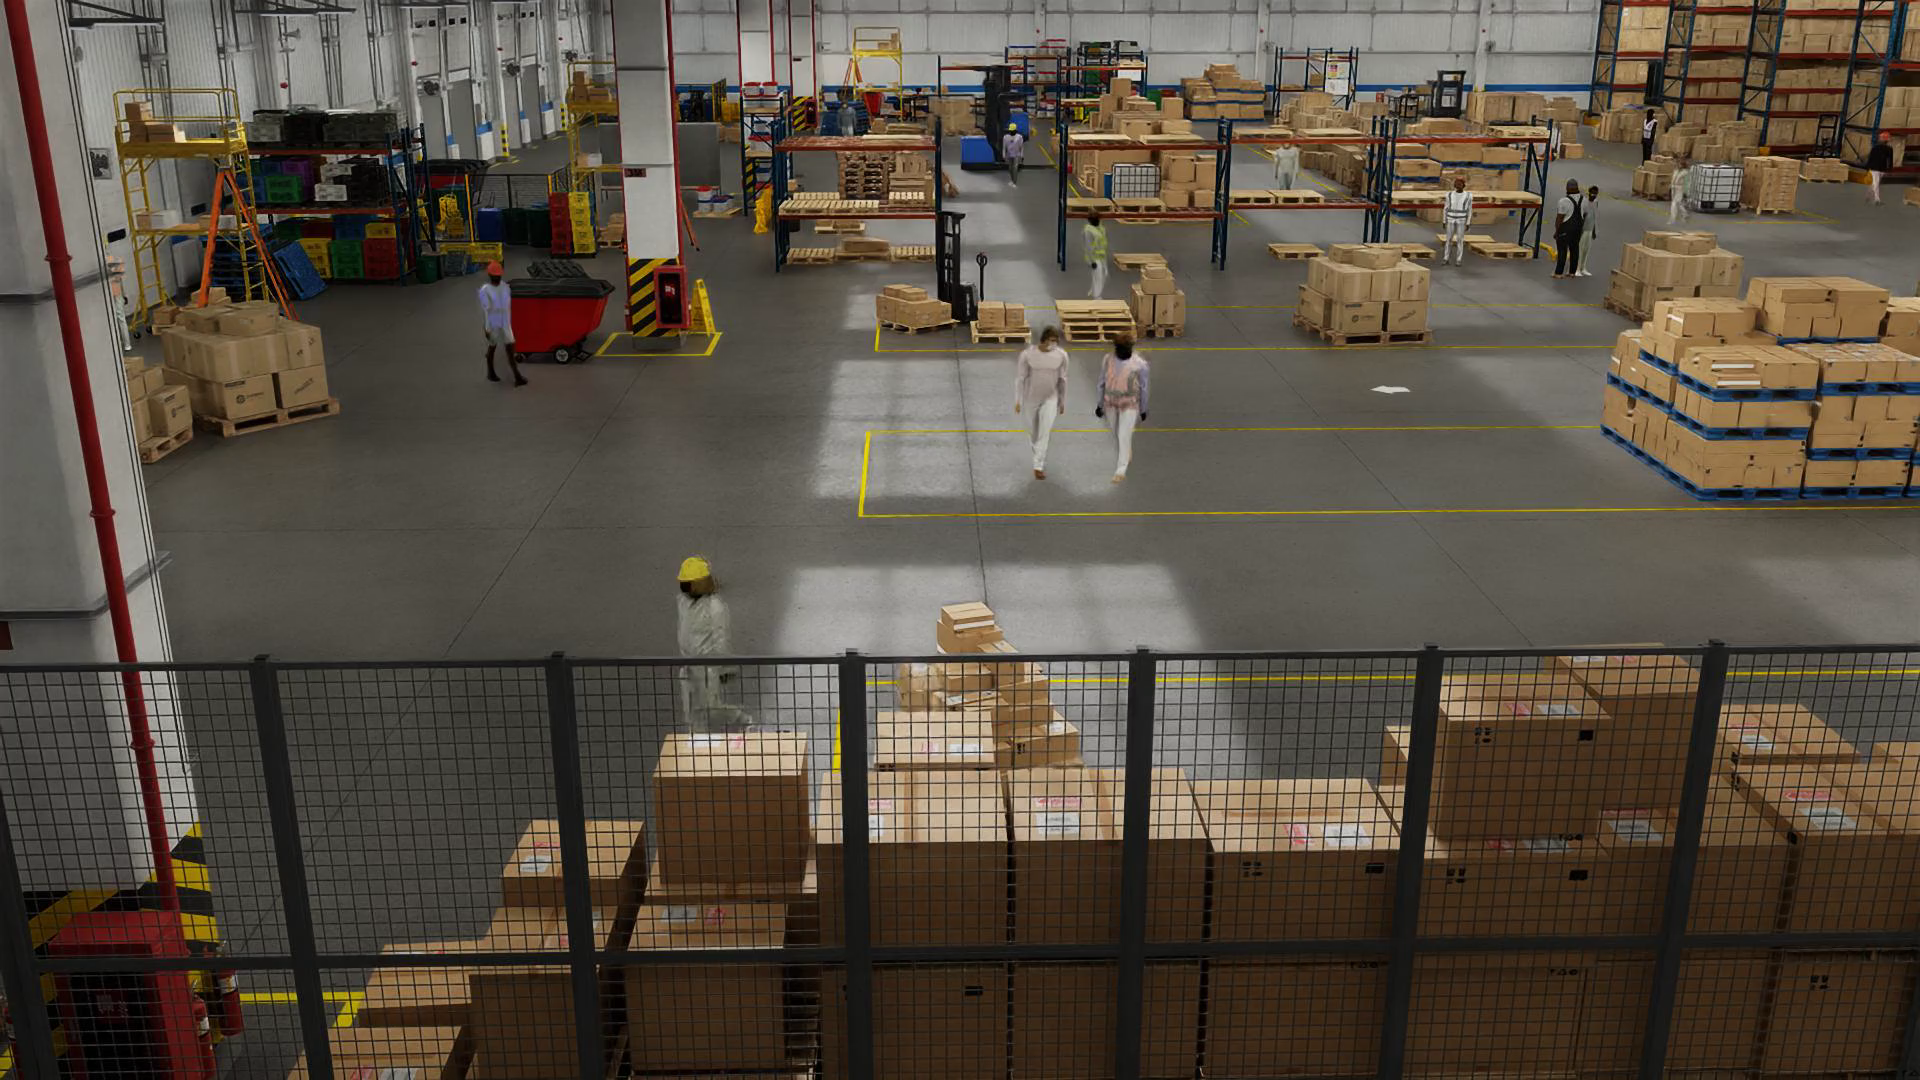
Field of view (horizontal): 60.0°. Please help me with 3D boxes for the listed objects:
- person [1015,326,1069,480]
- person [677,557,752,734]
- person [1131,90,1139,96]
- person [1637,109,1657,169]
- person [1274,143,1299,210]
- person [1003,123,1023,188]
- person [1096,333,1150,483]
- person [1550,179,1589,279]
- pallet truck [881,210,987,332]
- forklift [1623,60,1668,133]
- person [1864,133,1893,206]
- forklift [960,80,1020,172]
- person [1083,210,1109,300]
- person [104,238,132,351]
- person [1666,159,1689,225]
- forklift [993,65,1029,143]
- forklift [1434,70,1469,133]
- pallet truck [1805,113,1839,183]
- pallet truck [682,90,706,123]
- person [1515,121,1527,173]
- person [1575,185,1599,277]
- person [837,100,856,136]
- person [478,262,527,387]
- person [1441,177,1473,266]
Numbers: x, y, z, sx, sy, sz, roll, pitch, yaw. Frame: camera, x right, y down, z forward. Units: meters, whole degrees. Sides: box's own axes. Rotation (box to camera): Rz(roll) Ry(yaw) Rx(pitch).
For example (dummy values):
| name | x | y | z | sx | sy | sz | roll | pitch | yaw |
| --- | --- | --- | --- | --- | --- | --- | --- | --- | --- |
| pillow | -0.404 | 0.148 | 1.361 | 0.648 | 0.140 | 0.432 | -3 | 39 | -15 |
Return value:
| name | x | y | z | sx | sy | sz | roll | pitch | yaw |
| --- | --- | --- | --- | --- | --- | --- | --- | --- | --- |
| person | 1.015 | -1.761 | 20.645 | 0.660 | 1.882 | 0.954 | 0 | 19 | 0 |
| person | -1.957 | 0.927 | 12.904 | 0.490 | 1.727 | 0.594 | 15 | 24 | 37 |
| person | 6.554 | -16.120 | 63.236 | 0.991 | 1.888 | 0.574 | -6 | 20 | -18 |
| person | 22.340 | -13.007 | 53.956 | 0.396 | 1.911 | 0.588 | -4 | 19 | -11 |
| person | 8.741 | -9.856 | 44.631 | 0.632 | 1.903 | 0.970 | 2 | 19 | 6 |
| person | 1.587 | -11.448 | 49.413 | 0.607 | 1.874 | 0.837 | 5 | 19 | 14 |
| person | 2.026 | -1.676 | 20.505 | 0.621 | 1.818 | 0.871 | 11 | 22 | 30 |
| person | 12.464 | -6.393 | 34.130 | 0.673 | 2.000 | 0.536 | -5 | 19 | -16 |
| pallet truck | -0.493 | -4.759 | 29.349 | 1.885 | 1.965 | 0.823 | -13 | 23 | -34 |
| forklift | 27.581 | -17.673 | 66.299 | 1.873 | 2.768 | 1.129 | 0 | 19 | -1 |
| person | 25.007 | -10.080 | 45.222 | 0.634 | 1.941 | 1.057 | -1 | 19 | -2 |
| forklift | 0.960 | -13.258 | 53.202 | 1.873 | 2.768 | 1.129 | 0 | 19 | -1 |
| person | 2.571 | -5.282 | 31.184 | 0.463 | 1.821 | 0.651 | 8 | 20 | 23 |
| person | -14.003 | -4.031 | 27.312 | 0.589 | 1.918 | 0.392 | -13 | 22 | -33 |
| person | 18.080 | -8.744 | 41.746 | 0.648 | 1.617 | 0.521 | -5 | 19 | -15 |
| forklift | 1.583 | -16.372 | 62.441 | 1.873 | 2.768 | 1.129 | -10 | 21 | -26 |
| forklift | 17.417 | -15.323 | 59.328 | 1.129 | 2.768 | 1.873 | -1 | 19 | -1 |
| pallet truck | 26.403 | -11.957 | 50.702 | 0.823 | 1.965 | 1.885 | 6 | 19 | 16 |
| pallet truck | -9.671 | -15.907 | 62.421 | 0.823 | 1.965 | 1.885 | 5 | 19 | 15 |
| person | 17.770 | -12.454 | 52.729 | 0.522 | 1.638 | 0.309 | -17 | 25 | -41 |
| person | 12.979 | -6.389 | 34.393 | 0.519 | 1.865 | 0.335 | -10 | 21 | -28 |
| person | -3.974 | -14.426 | 58.151 | 0.646 | 1.915 | 0.593 | 1 | 19 | 3 |
| person | -6.957 | -3.258 | 25.081 | 0.561 | 1.879 | 1.017 | -17 | 25 | -41 |
| person | 10.633 | -6.815 | 35.624 | 0.584 | 1.882 | 0.346 | 9 | 21 | 26 |
